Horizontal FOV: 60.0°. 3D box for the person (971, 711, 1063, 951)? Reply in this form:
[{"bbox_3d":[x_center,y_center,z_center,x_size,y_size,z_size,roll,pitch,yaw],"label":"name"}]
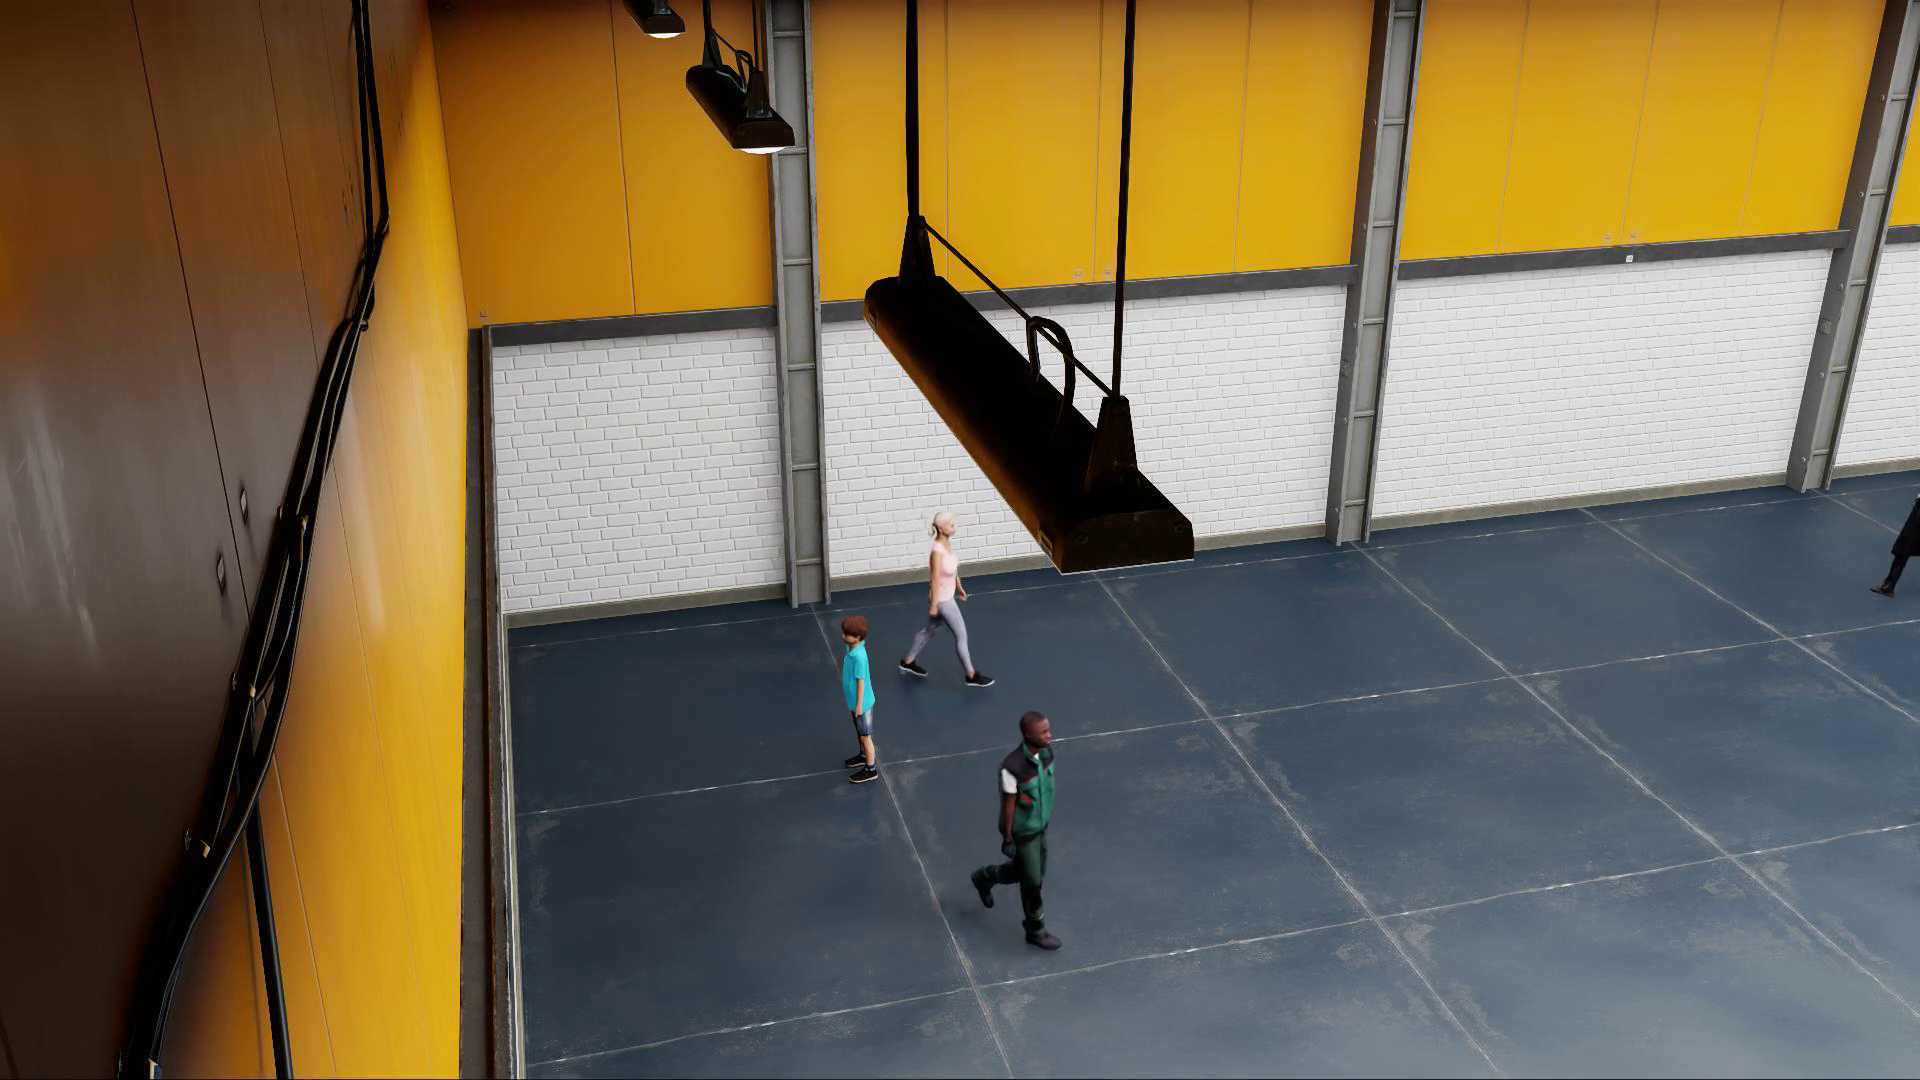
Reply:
[{"bbox_3d":[0.386,1.965,11.519,1.127,1.817,1.096,15,28,31],"label":"person"}]

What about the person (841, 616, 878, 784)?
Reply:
[{"bbox_3d":[-0.810,1.266,13.579,0.464,1.448,0.508,-6,24,-13],"label":"person"}]

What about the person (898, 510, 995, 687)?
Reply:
[{"bbox_3d":[-0.233,0.524,14.975,1.181,1.688,0.836,3,24,7],"label":"person"}]
